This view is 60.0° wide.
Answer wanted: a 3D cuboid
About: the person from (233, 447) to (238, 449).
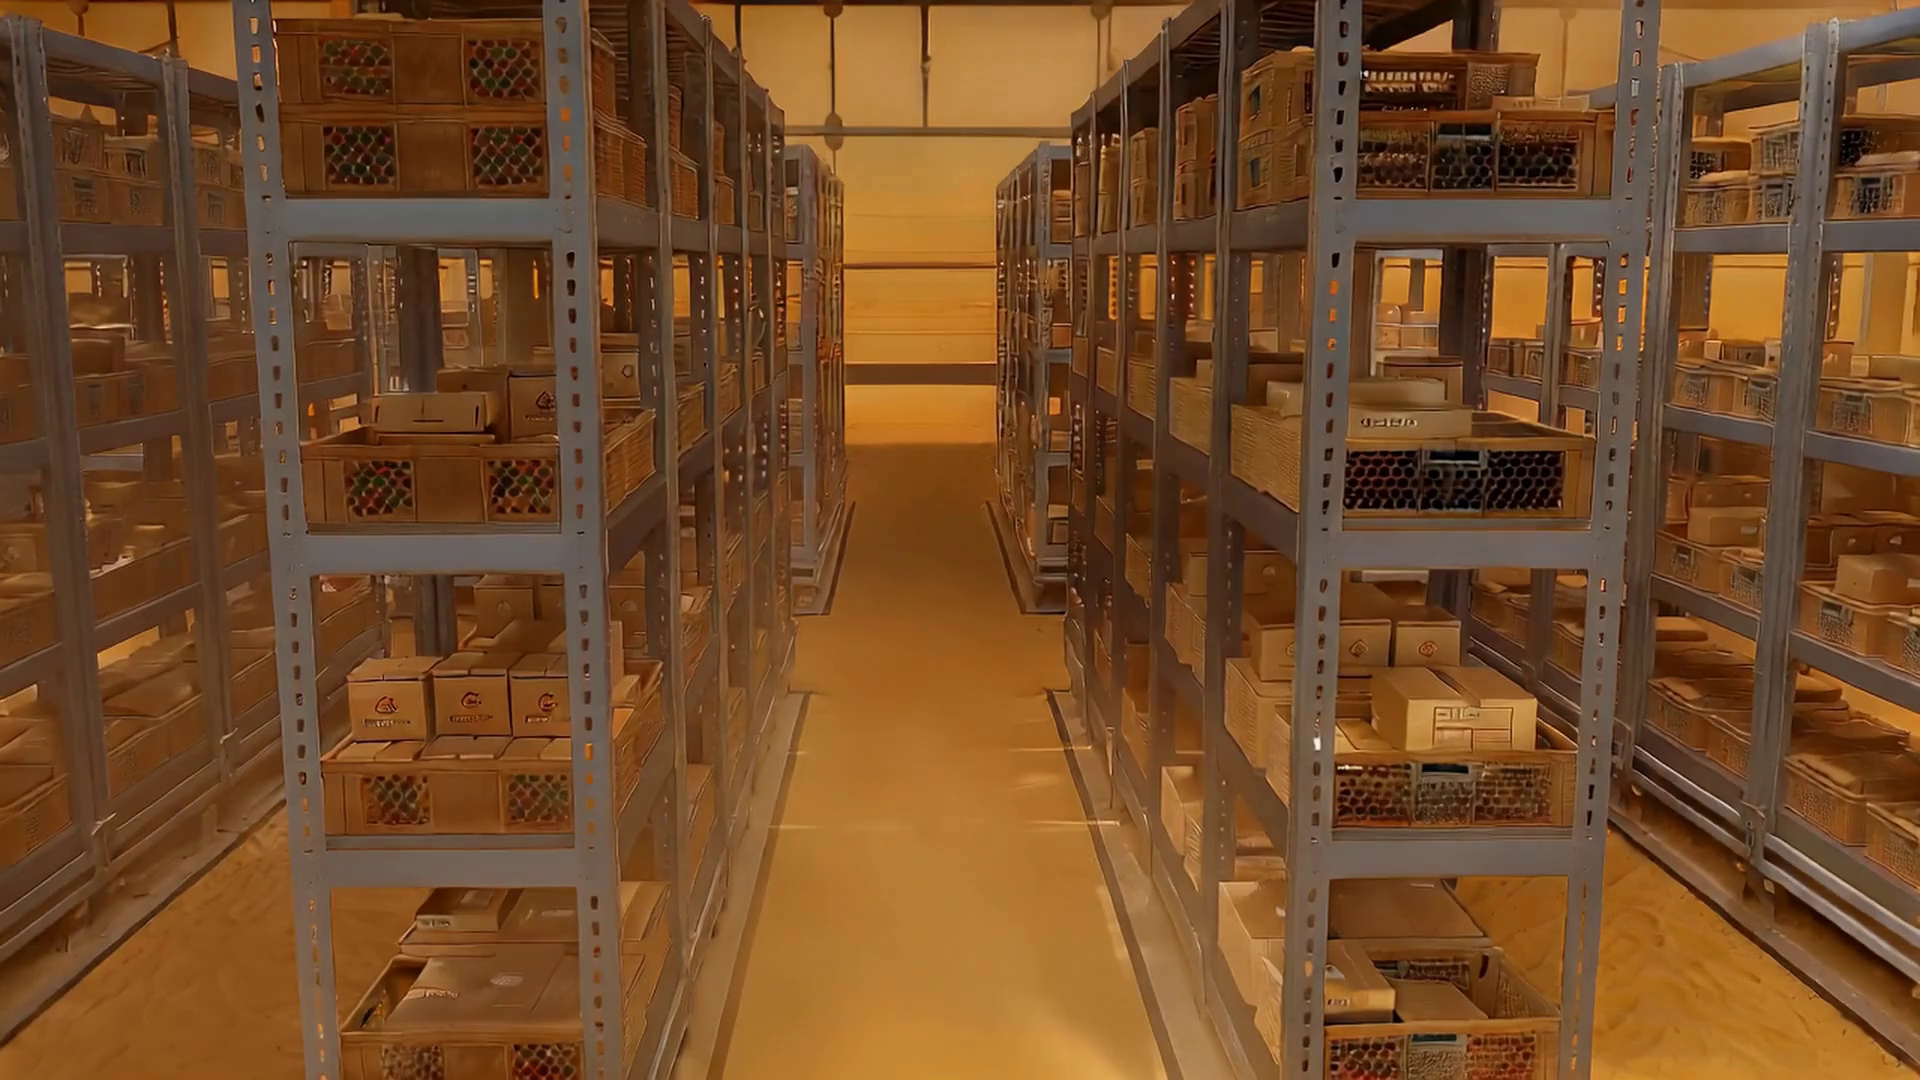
[{"bbox_3d":[-7.976,-1.101,17.567,0.579,1.817,0.825,-1,9,-8],"label":"person"}]
